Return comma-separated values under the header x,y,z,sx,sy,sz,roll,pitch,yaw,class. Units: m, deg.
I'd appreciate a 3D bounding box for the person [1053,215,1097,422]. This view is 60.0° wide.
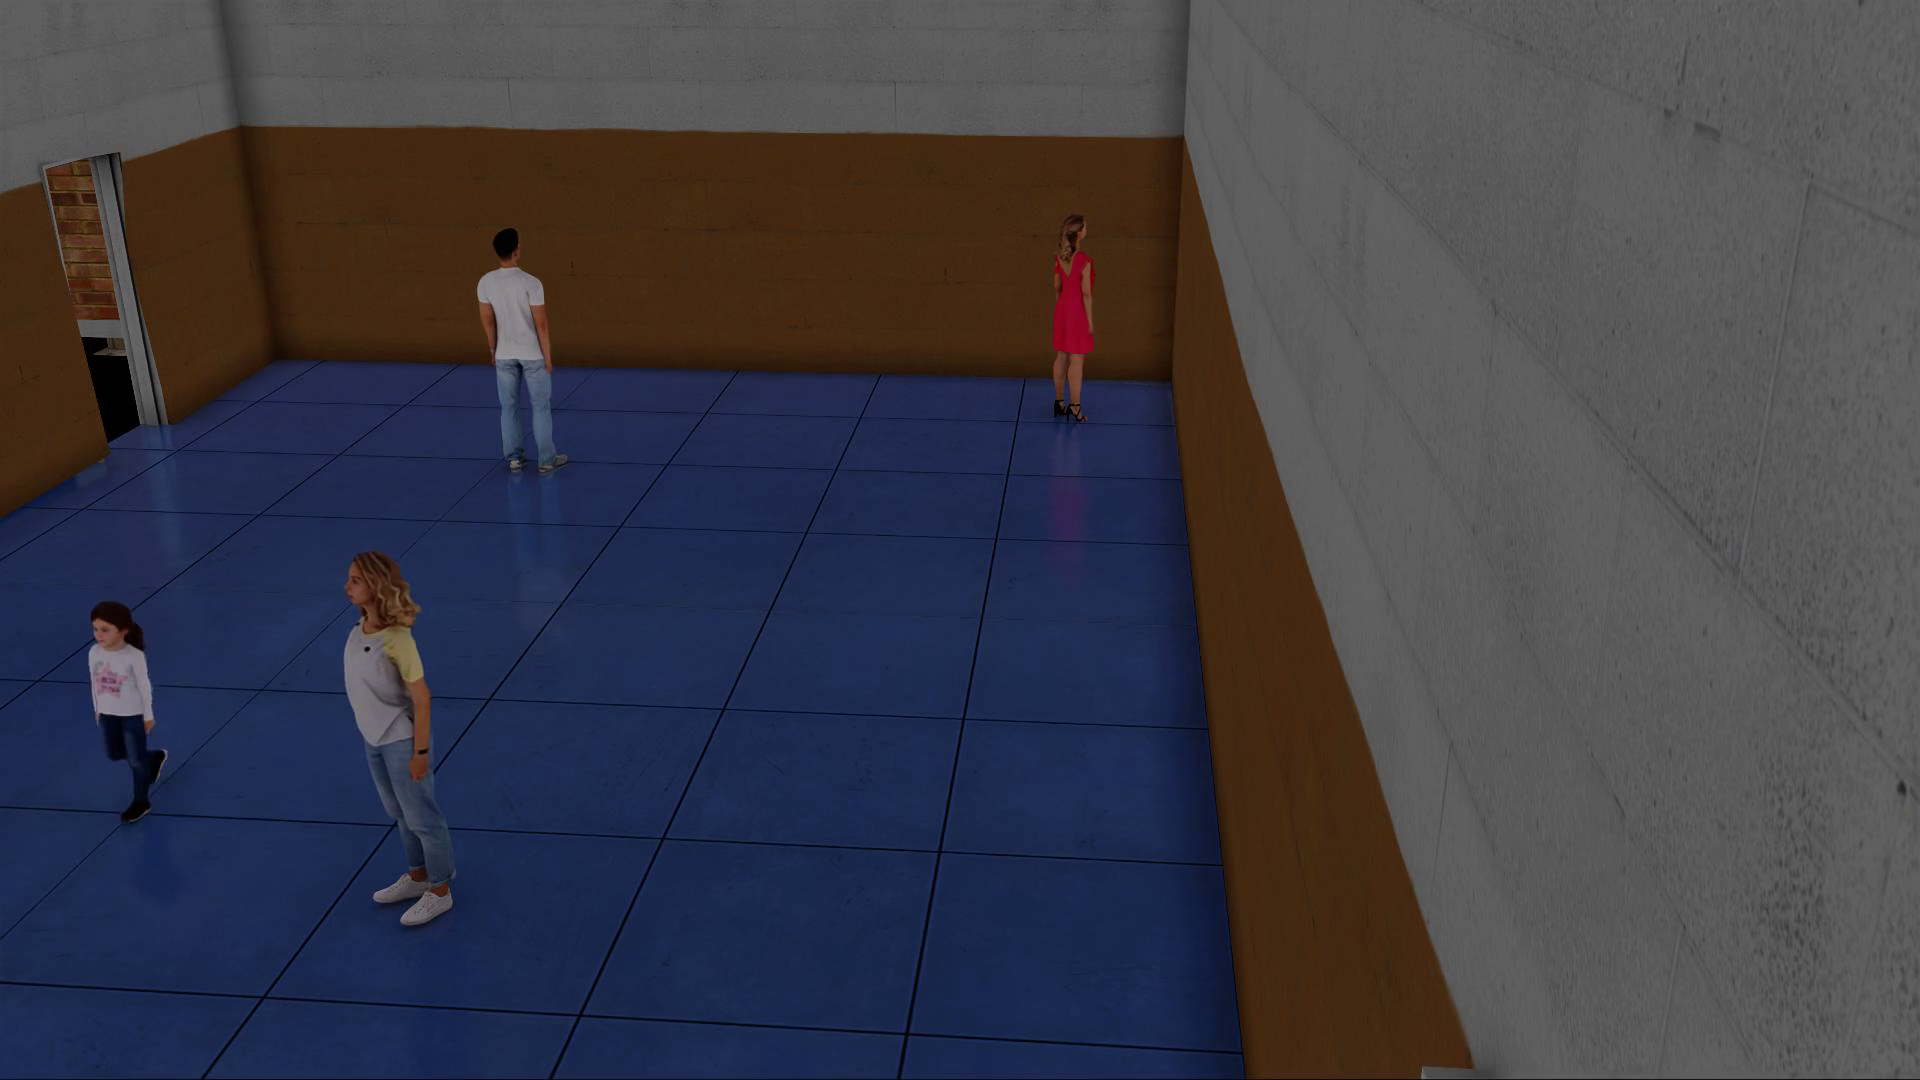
x,y,z,sx,sy,sz,roll,pitch,yaw,class
0.928,-1.851,13.829,0.719,1.728,0.669,-15,26,-33,person

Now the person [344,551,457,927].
x,y,z,sx,sy,sz,roll,pitch,yaw,class
-2.397,0.844,7.111,0.758,1.722,0.689,-19,29,-39,person

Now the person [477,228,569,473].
x,y,z,sx,sy,sz,roll,pitch,yaw,class
-3.328,-1.426,12.588,0.518,1.866,0.745,4,22,9,person

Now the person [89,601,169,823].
x,y,z,sx,sy,sz,roll,pitch,yaw,class
-4.034,0.795,8.080,0.610,1.106,0.555,5,22,12,person
